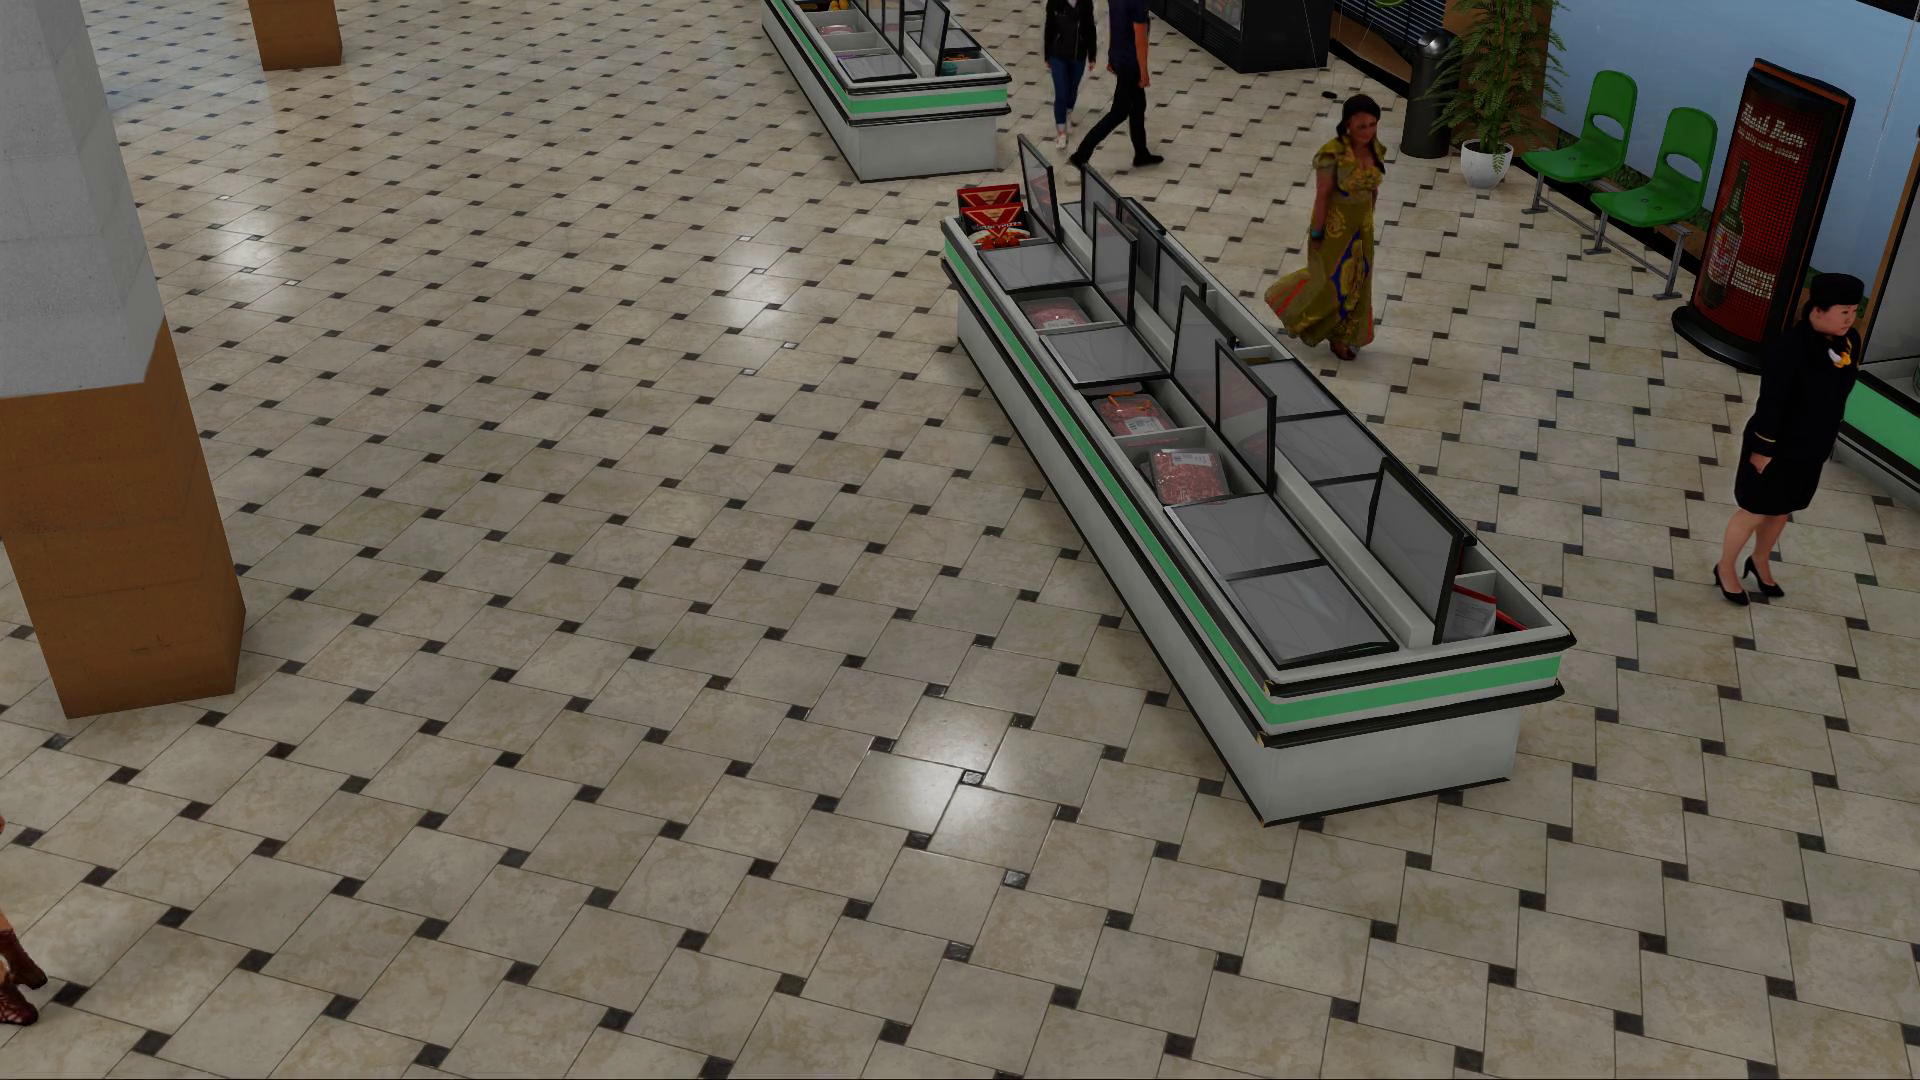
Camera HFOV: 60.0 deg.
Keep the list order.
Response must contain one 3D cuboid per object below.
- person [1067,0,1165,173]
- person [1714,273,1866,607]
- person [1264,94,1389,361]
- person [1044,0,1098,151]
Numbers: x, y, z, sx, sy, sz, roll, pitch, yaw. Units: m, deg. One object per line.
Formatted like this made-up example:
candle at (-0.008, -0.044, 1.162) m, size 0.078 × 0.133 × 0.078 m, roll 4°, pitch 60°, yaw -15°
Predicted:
person at (1.202, -3.623, 12.738) m, size 0.761 × 1.749 × 1.078 m, roll -10°, pitch 33°, yaw -16°
person at (3.850, -0.462, 7.731) m, size 0.730 × 1.671 × 0.679 m, roll -15°, pitch 35°, yaw -22°
person at (2.250, -1.907, 10.077) m, size 0.882 × 1.646 × 1.019 m, roll -19°, pitch 37°, yaw -28°
person at (0.884, -3.979, 13.592) m, size 0.675 × 1.450 × 1.003 m, roll -3°, pitch 32°, yaw -5°
